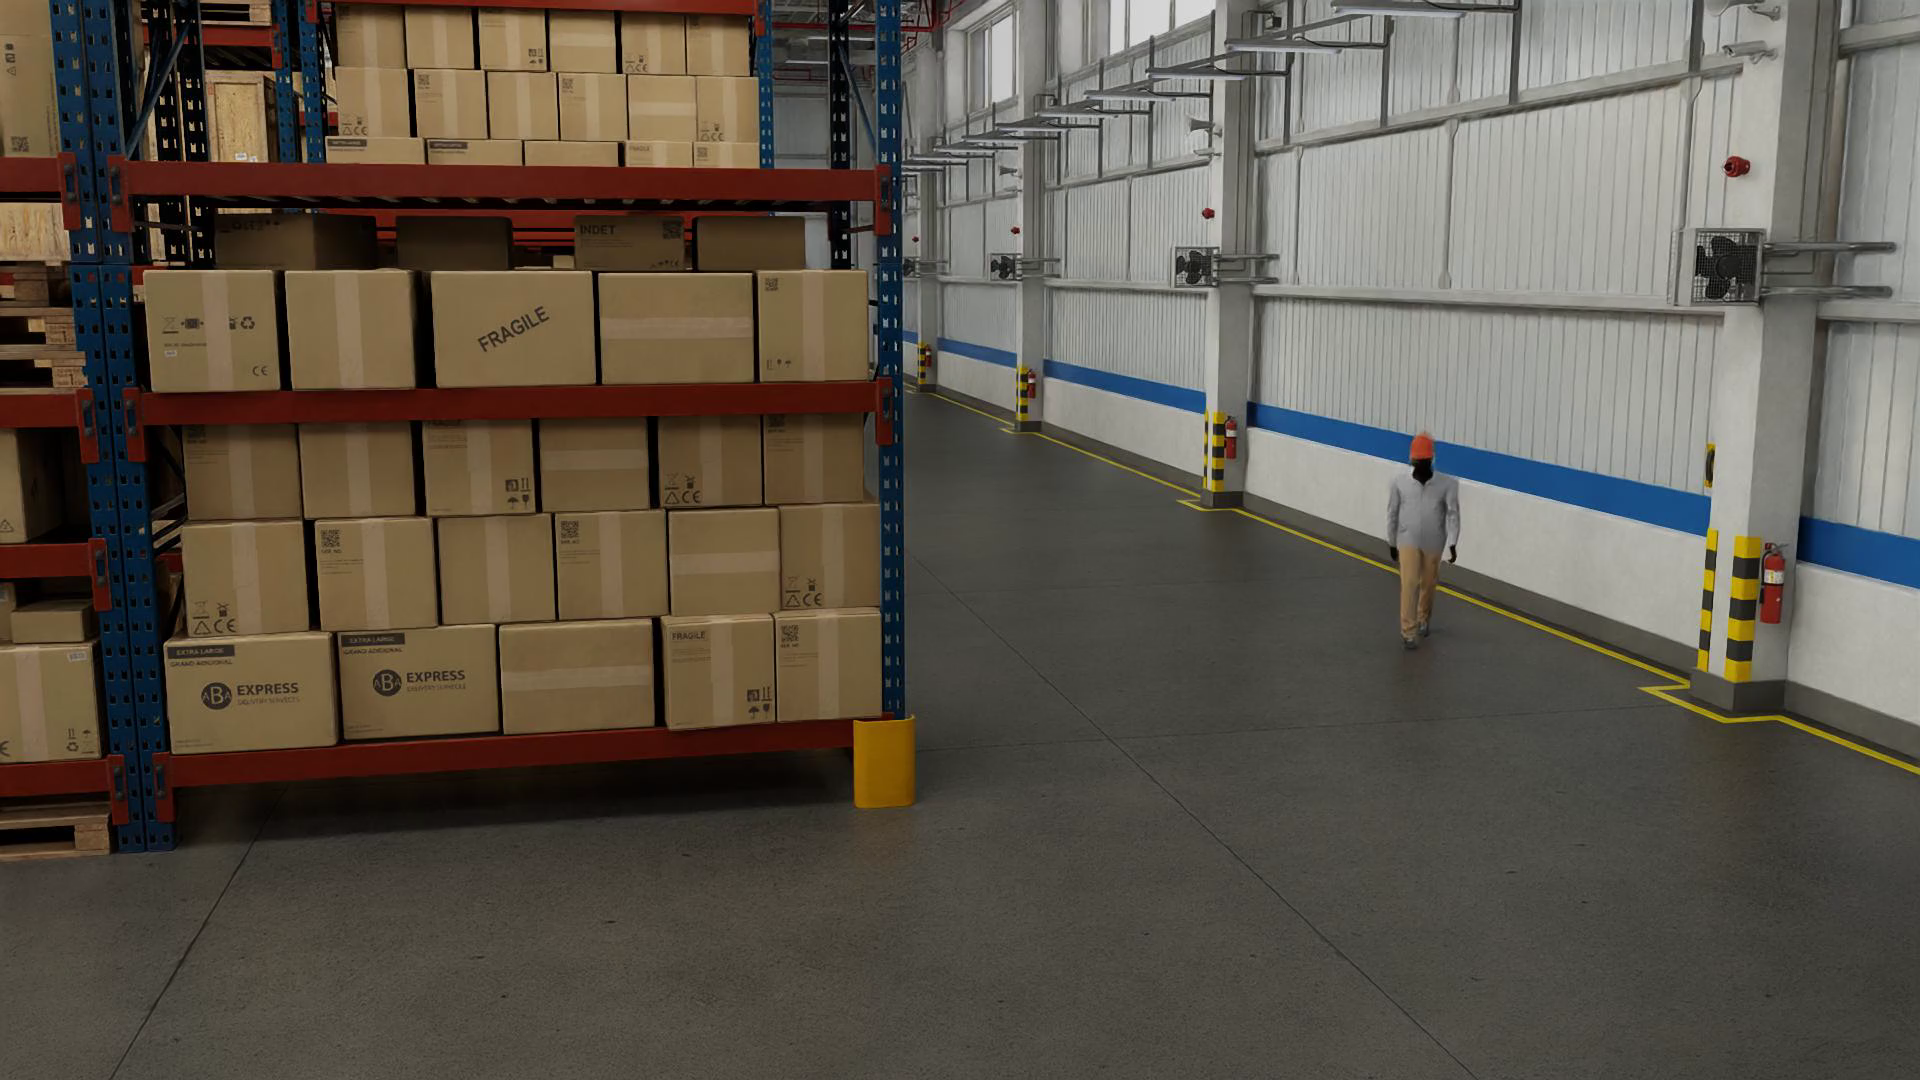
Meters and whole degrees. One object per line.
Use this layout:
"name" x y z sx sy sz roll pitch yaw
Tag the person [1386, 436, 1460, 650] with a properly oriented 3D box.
"person" 3.721 0.000 13.404 0.557 1.702 0.934 2 9 11
